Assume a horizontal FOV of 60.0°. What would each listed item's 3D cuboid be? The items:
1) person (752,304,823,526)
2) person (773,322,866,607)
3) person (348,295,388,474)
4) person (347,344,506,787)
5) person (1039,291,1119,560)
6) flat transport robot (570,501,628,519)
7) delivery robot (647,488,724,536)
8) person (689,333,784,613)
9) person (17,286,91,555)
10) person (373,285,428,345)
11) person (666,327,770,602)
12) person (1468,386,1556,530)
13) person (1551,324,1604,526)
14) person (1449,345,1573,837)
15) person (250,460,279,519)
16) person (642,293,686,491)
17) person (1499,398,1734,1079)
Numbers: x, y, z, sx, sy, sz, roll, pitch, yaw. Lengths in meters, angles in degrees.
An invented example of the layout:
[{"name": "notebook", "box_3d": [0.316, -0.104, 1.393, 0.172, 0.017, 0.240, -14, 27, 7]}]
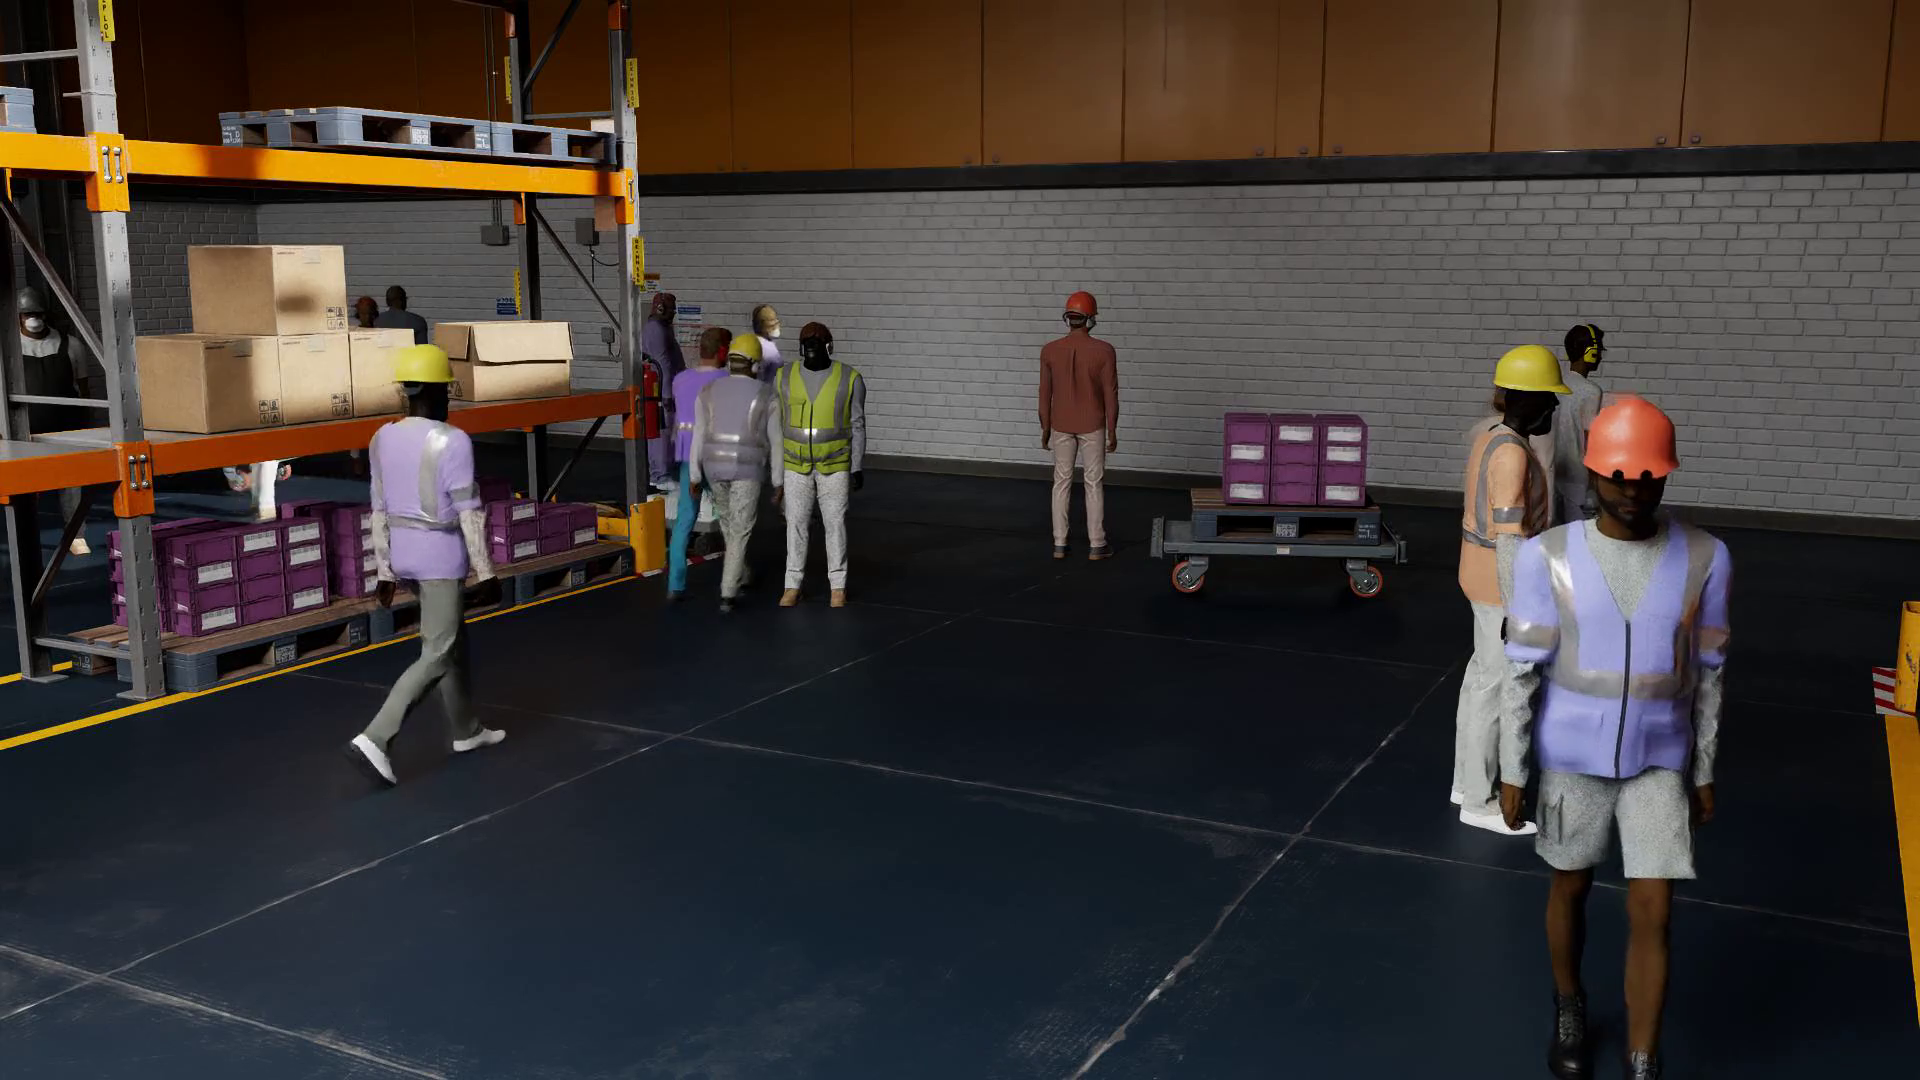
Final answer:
[{"name": "person", "box_3d": [-1.595, -1.008, 13.693, 0.884, 1.876, 0.639, -2, 10, -14]}, {"name": "person", "box_3d": [-0.920, -0.479, 10.722, 0.622, 1.845, 0.430, 1, 10, 5]}, {"name": "person", "box_3d": [-5.906, -1.499, 16.571, 0.587, 1.860, 0.628, -6, 11, -30]}, {"name": "person", "box_3d": [-2.359, 0.093, 7.271, 0.589, 1.895, 0.885, 7, 12, 35]}, {"name": "person", "box_3d": [0.893, -0.849, 12.421, 0.610, 1.996, 0.386, 4, 11, 22]}, {"name": "flat transport robot", "box_3d": [-3.297, -0.130, 13.248, 1.431, 0.197, 0.652, -8, 12, -38]}, {"name": "delivery robot", "box_3d": [-2.057, -0.234, 12.754, 0.707, 0.478, 0.477, 5, 11, 29]}, {"name": "person", "box_3d": [-1.437, -0.436, 10.712, 0.617, 1.772, 0.906, 2, 10, 14]}, {"name": "person", "box_3d": [-6.856, -0.877, 12.455, 0.684, 2.000, 0.535, -6, 12, -33]}, {"name": "person", "box_3d": [-5.990, -1.748, 17.796, 0.629, 1.937, 0.376, -2, 10, -11]}, {"name": "person", "box_3d": [-1.652, -0.506, 11.034, 0.576, 1.790, 0.966, 4, 11, 24]}, {"name": "person", "box_3d": [3.084, -0.151, 9.433, 0.478, 1.619, 0.531, -9, 14, -44]}, {"name": "person", "box_3d": [3.641, -0.346, 9.896, 0.333, 1.864, 0.514, -3, 10, -15]}, {"name": "person", "box_3d": [2.179, 0.191, 6.599, 0.384, 1.924, 0.593, 2, 10, 11]}, {"name": "person", "box_3d": [-5.986, -1.100, 14.388, 0.638, 1.822, 0.564, 3, 10, 17]}, {"name": "person", "box_3d": [-2.842, -1.423, 16.023, 0.406, 1.902, 0.638, -4, 10, -20]}, {"name": "person", "box_3d": [1.701, 0.594, 4.332, 0.571, 1.902, 0.859, 3, 10, 15]}]
